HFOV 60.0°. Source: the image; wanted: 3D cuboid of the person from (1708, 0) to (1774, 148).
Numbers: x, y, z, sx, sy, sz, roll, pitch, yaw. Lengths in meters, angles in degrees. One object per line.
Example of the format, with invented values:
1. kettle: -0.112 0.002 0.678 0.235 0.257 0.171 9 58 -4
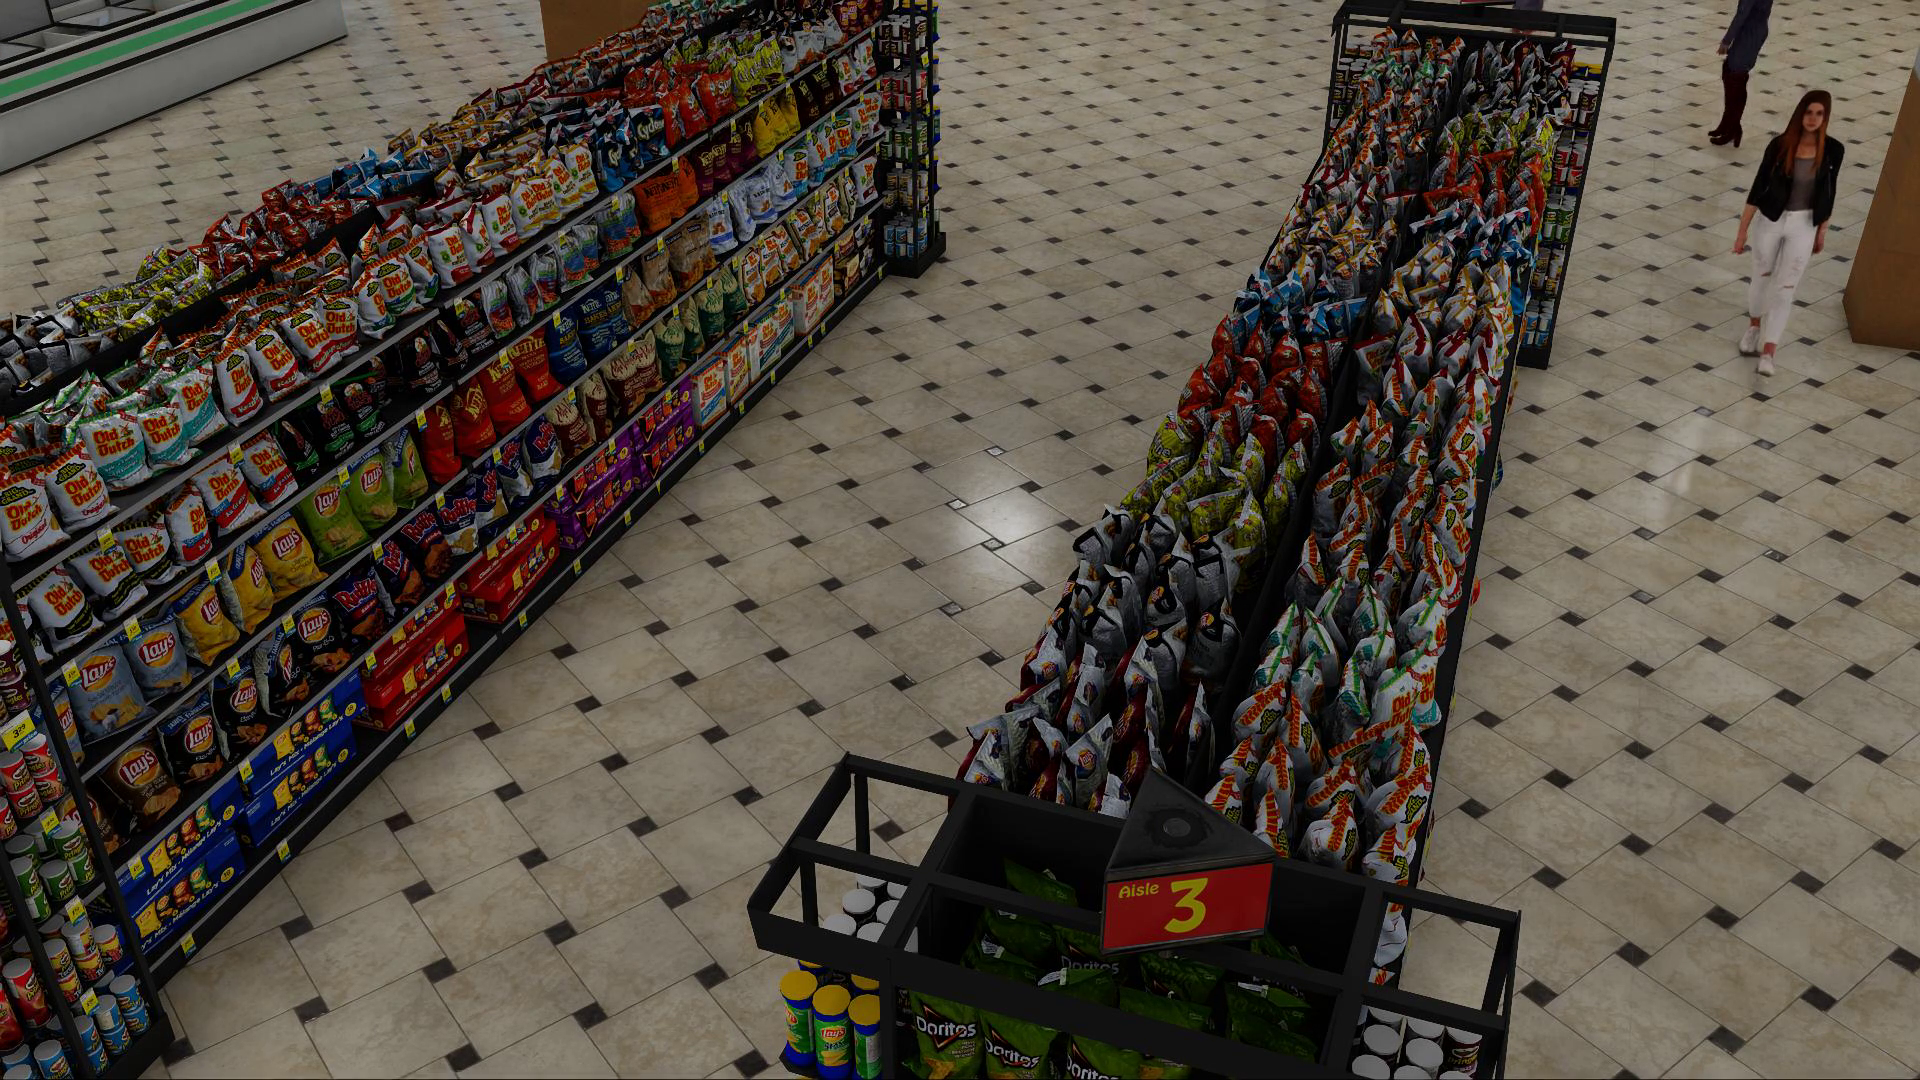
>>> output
1. person: 6.377 -3.974 13.307 0.760 1.700 0.633 27 41 36

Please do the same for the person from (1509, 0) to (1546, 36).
1. person: 5.293 -4.931 15.413 0.656 1.100 0.598 -21 37 -30

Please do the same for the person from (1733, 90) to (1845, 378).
1. person: 4.935 -1.869 9.947 0.707 1.676 1.048 15 35 22
